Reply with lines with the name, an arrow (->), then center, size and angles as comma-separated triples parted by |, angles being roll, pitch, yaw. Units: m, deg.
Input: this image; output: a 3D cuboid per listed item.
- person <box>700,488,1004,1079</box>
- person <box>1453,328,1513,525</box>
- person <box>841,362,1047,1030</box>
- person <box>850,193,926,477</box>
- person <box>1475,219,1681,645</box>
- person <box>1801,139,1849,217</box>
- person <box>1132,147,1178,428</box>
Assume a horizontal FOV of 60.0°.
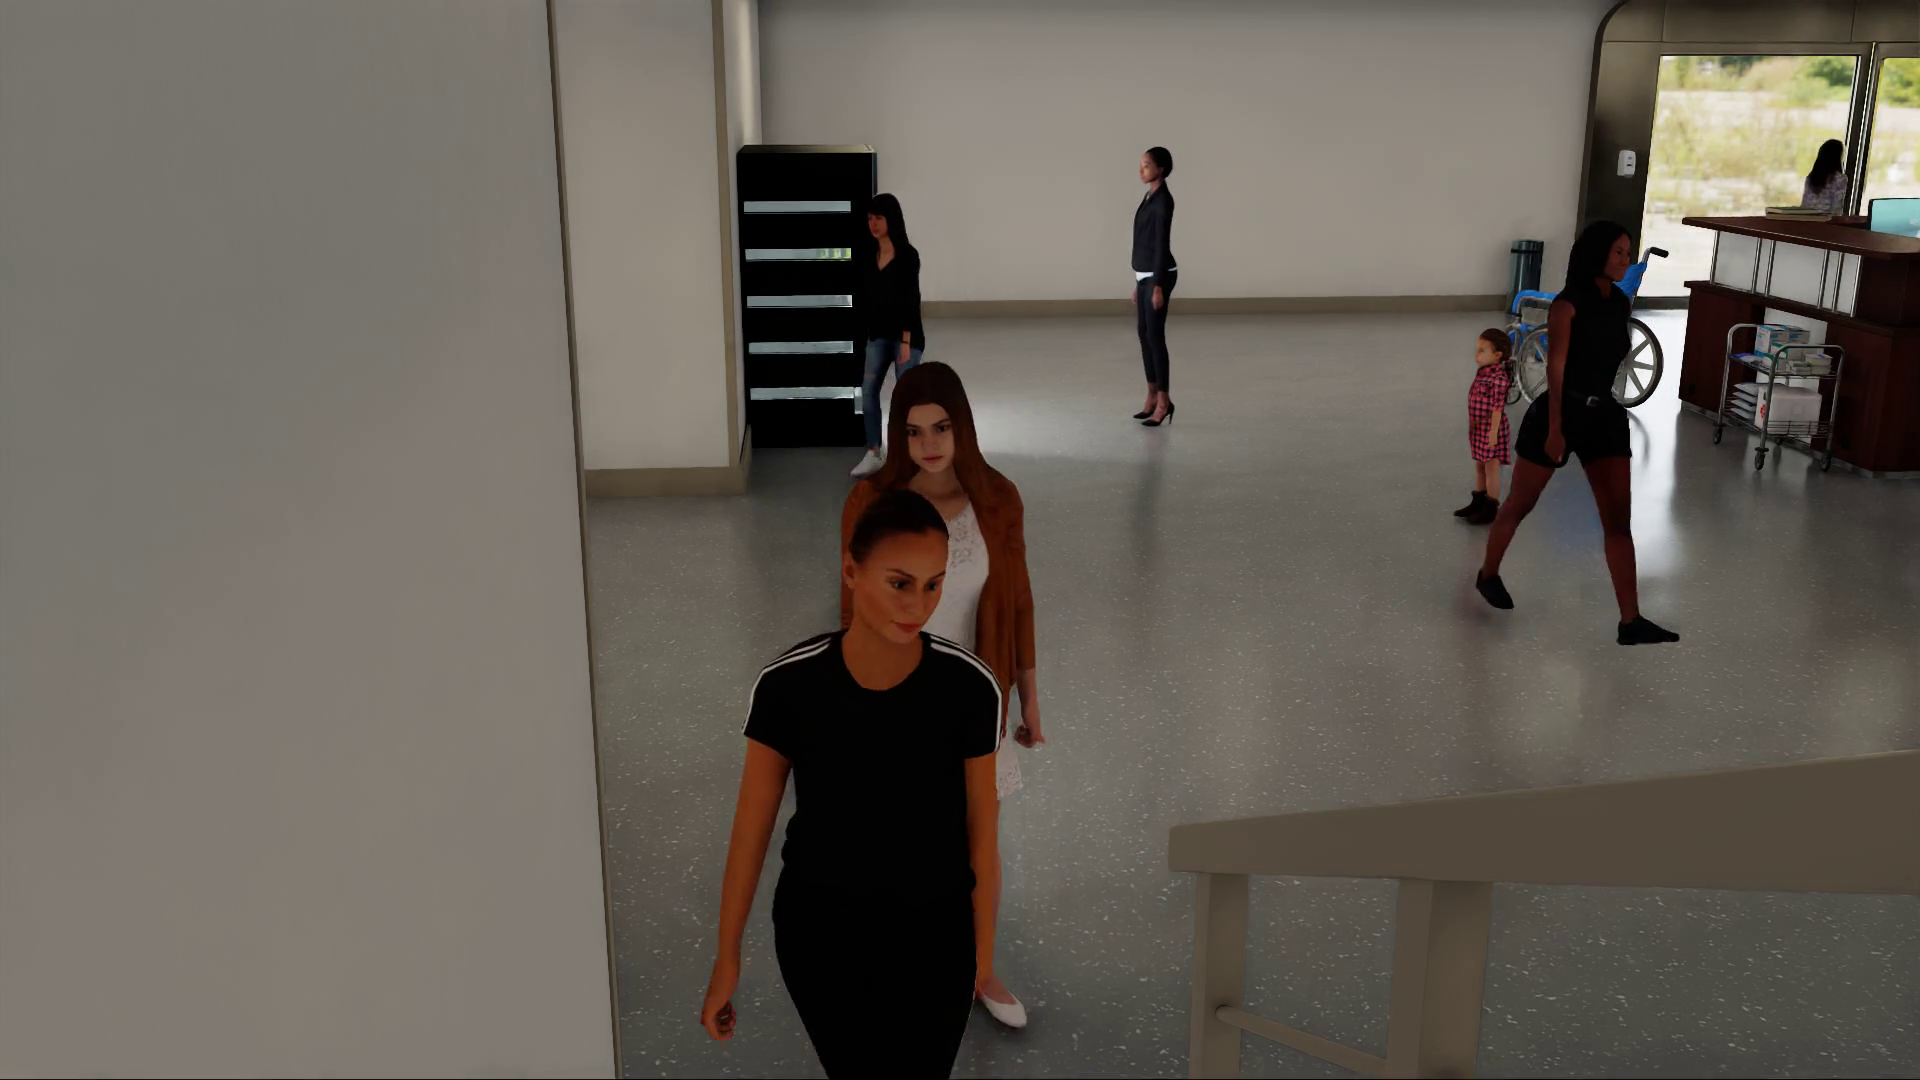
person -> -0.132, 0.683, 3.040 | 0.780, 1.644, 0.942 | 4, 16, 14
person -> 2.783, -0.601, 8.742 | 0.495, 1.021, 0.398 | -3, 16, -10
person -> -0.103, 0.389, 4.003 | 0.726, 1.688, 0.780 | -6, 17, -21
person -> -0.341, -1.200, 9.750 | 0.765, 1.628, 0.853 | 8, 18, 26
person -> 2.475, -0.425, 6.908 | 0.959, 1.679, 1.323 | -7, 17, -24
person -> 7.680, -2.714, 15.021 | 0.983, 1.681, 1.173 | -7, 17, -25
person -> 1.303, -1.680, 11.079 | 0.675, 1.830, 0.465 | -2, 16, -7
